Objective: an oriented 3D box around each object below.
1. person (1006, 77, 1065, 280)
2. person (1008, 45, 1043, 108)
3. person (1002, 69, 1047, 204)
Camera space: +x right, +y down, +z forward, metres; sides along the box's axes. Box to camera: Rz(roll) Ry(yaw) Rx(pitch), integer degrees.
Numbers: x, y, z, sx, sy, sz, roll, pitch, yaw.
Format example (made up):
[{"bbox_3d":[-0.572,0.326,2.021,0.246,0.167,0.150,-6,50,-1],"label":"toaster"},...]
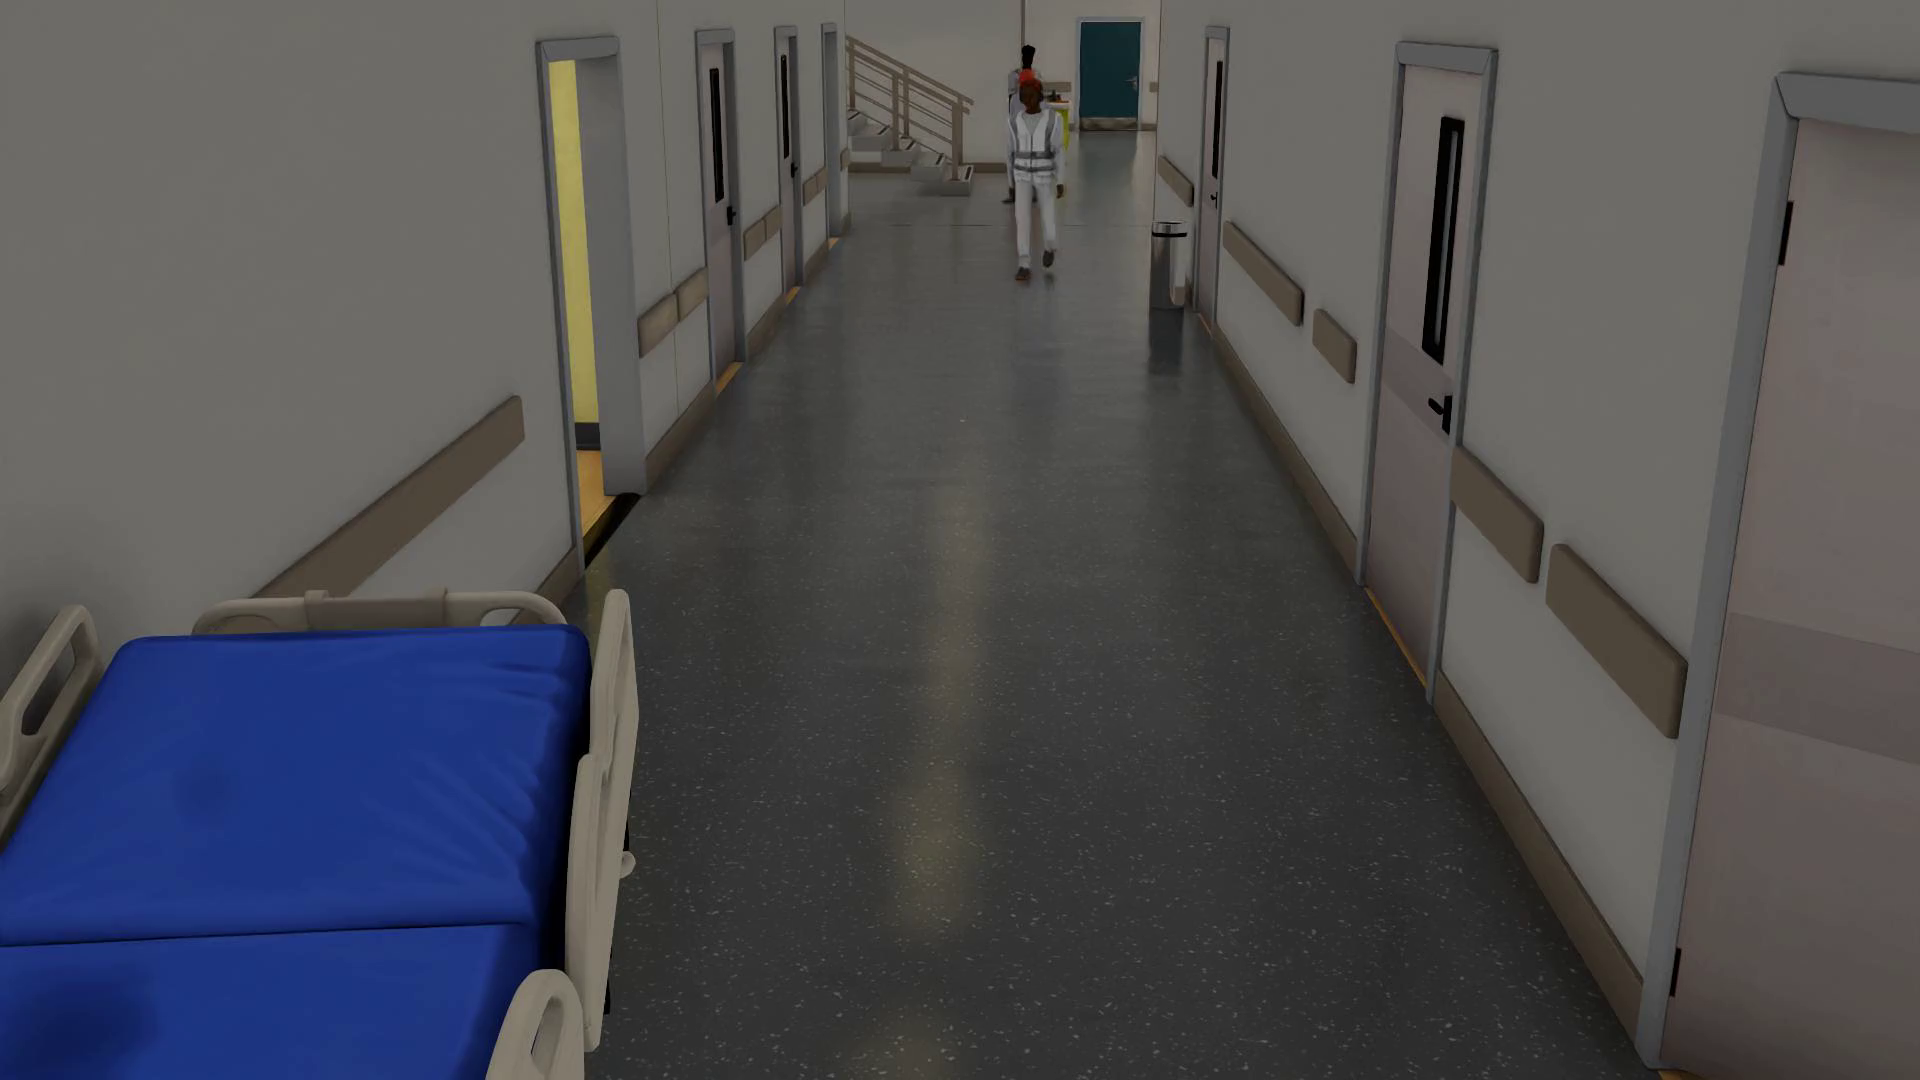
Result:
[{"bbox_3d":[0.725,-3.430,15.770,0.587,1.862,0.780,5,18,14],"label":"person"},{"bbox_3d":[0.999,-6.487,25.205,0.608,1.963,0.369,-10,20,-28],"label":"person"},{"bbox_3d":[0.822,-5.207,21.563,0.591,1.717,0.762,10,20,30],"label":"person"}]
